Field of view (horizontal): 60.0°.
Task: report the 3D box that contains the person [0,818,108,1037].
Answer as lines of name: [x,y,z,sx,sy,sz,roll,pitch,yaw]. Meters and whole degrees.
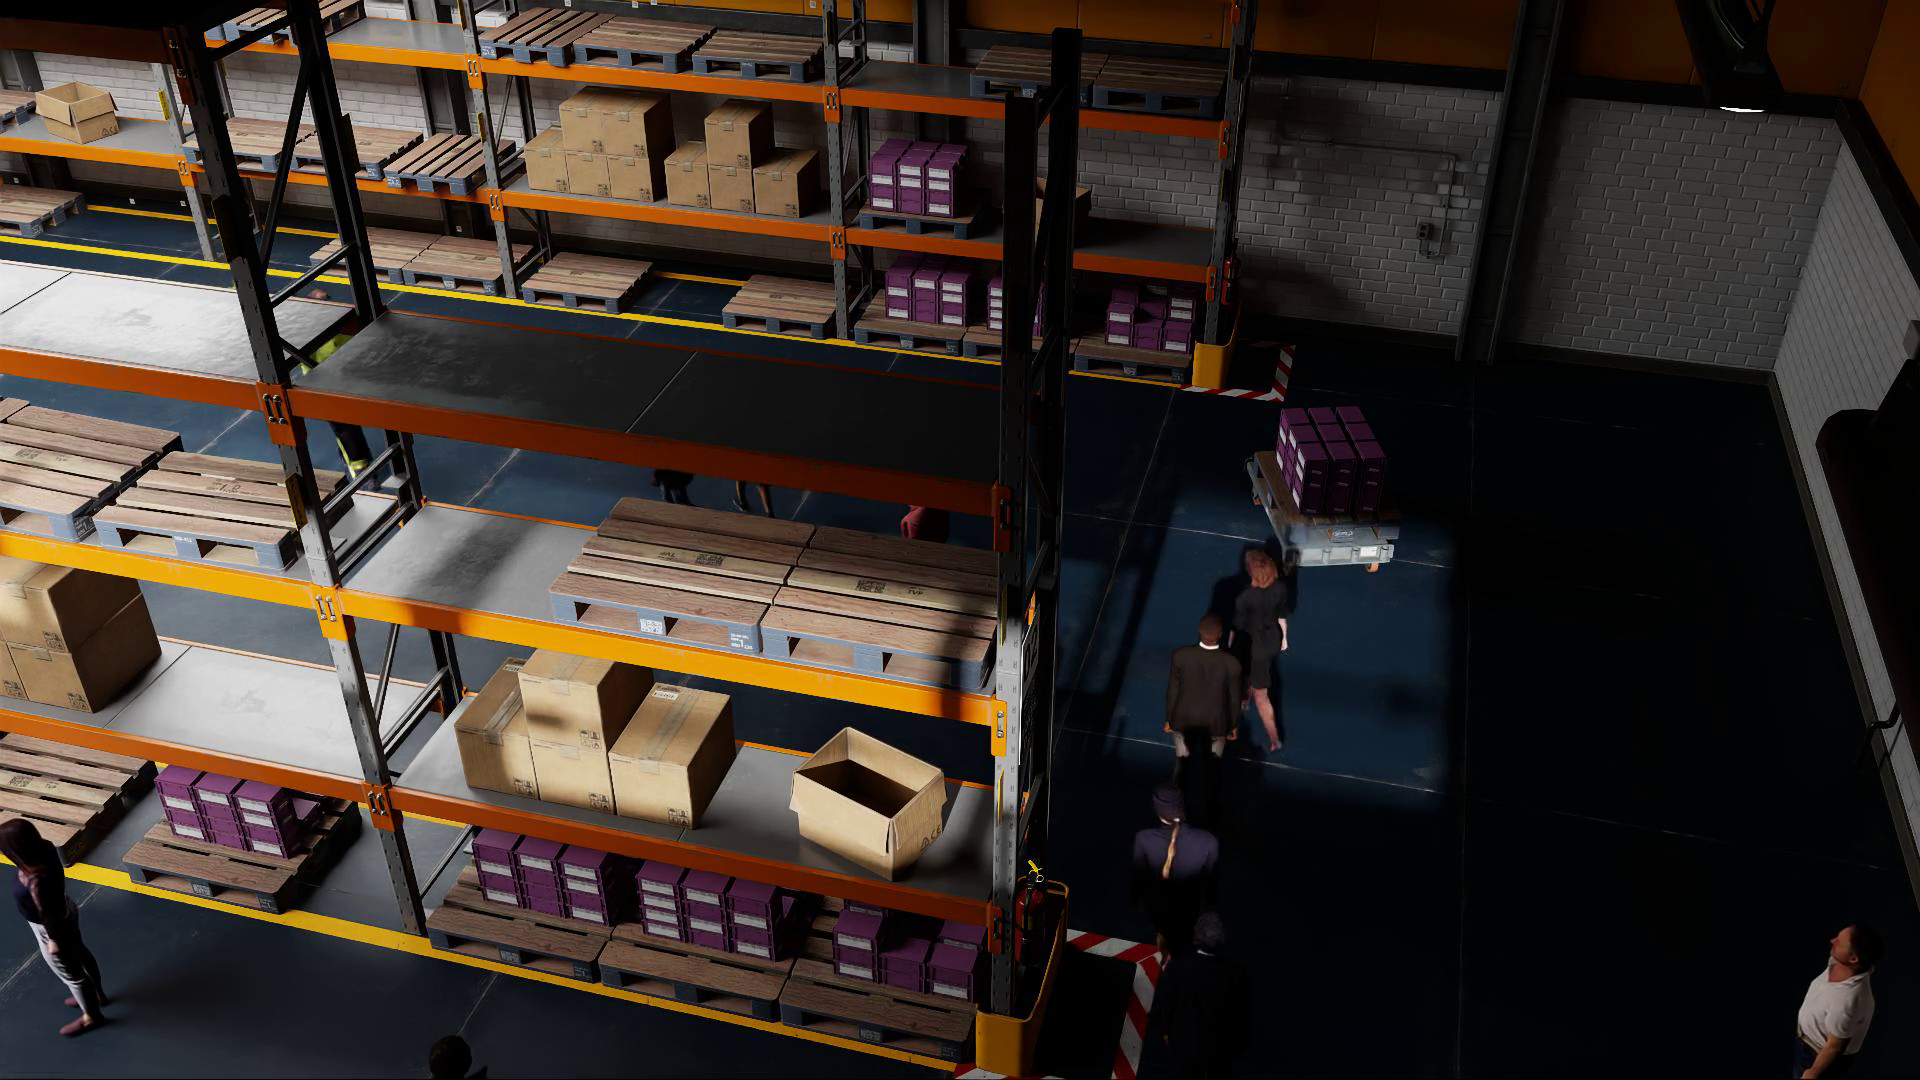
person: [-5.452,2.303,10.002,0.731,1.609,0.691,-13,36,-19]

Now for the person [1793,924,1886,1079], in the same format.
person: [4.716,2.781,9.061,0.649,1.854,0.705,17,37,23]

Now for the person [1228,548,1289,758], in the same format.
person: [2.228,0.848,12.140,1.012,1.666,1.064,-15,36,-21]

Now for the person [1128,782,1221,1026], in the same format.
person: [1.271,2.249,10.058,0.922,1.638,0.821,6,34,9]

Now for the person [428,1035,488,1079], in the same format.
person: [-2.544,3.200,8.607,0.590,1.660,0.663,25,41,32]

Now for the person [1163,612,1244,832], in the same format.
person: [1.658,1.248,11.418,0.475,1.799,0.728,7,34,10]

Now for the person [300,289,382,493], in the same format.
person: [-5.767,-1.446,15.344,1.209,1.940,1.019,20,38,27]

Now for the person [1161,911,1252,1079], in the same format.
person: [1.323,2.829,9.125,0.846,1.704,0.777,6,34,9]
